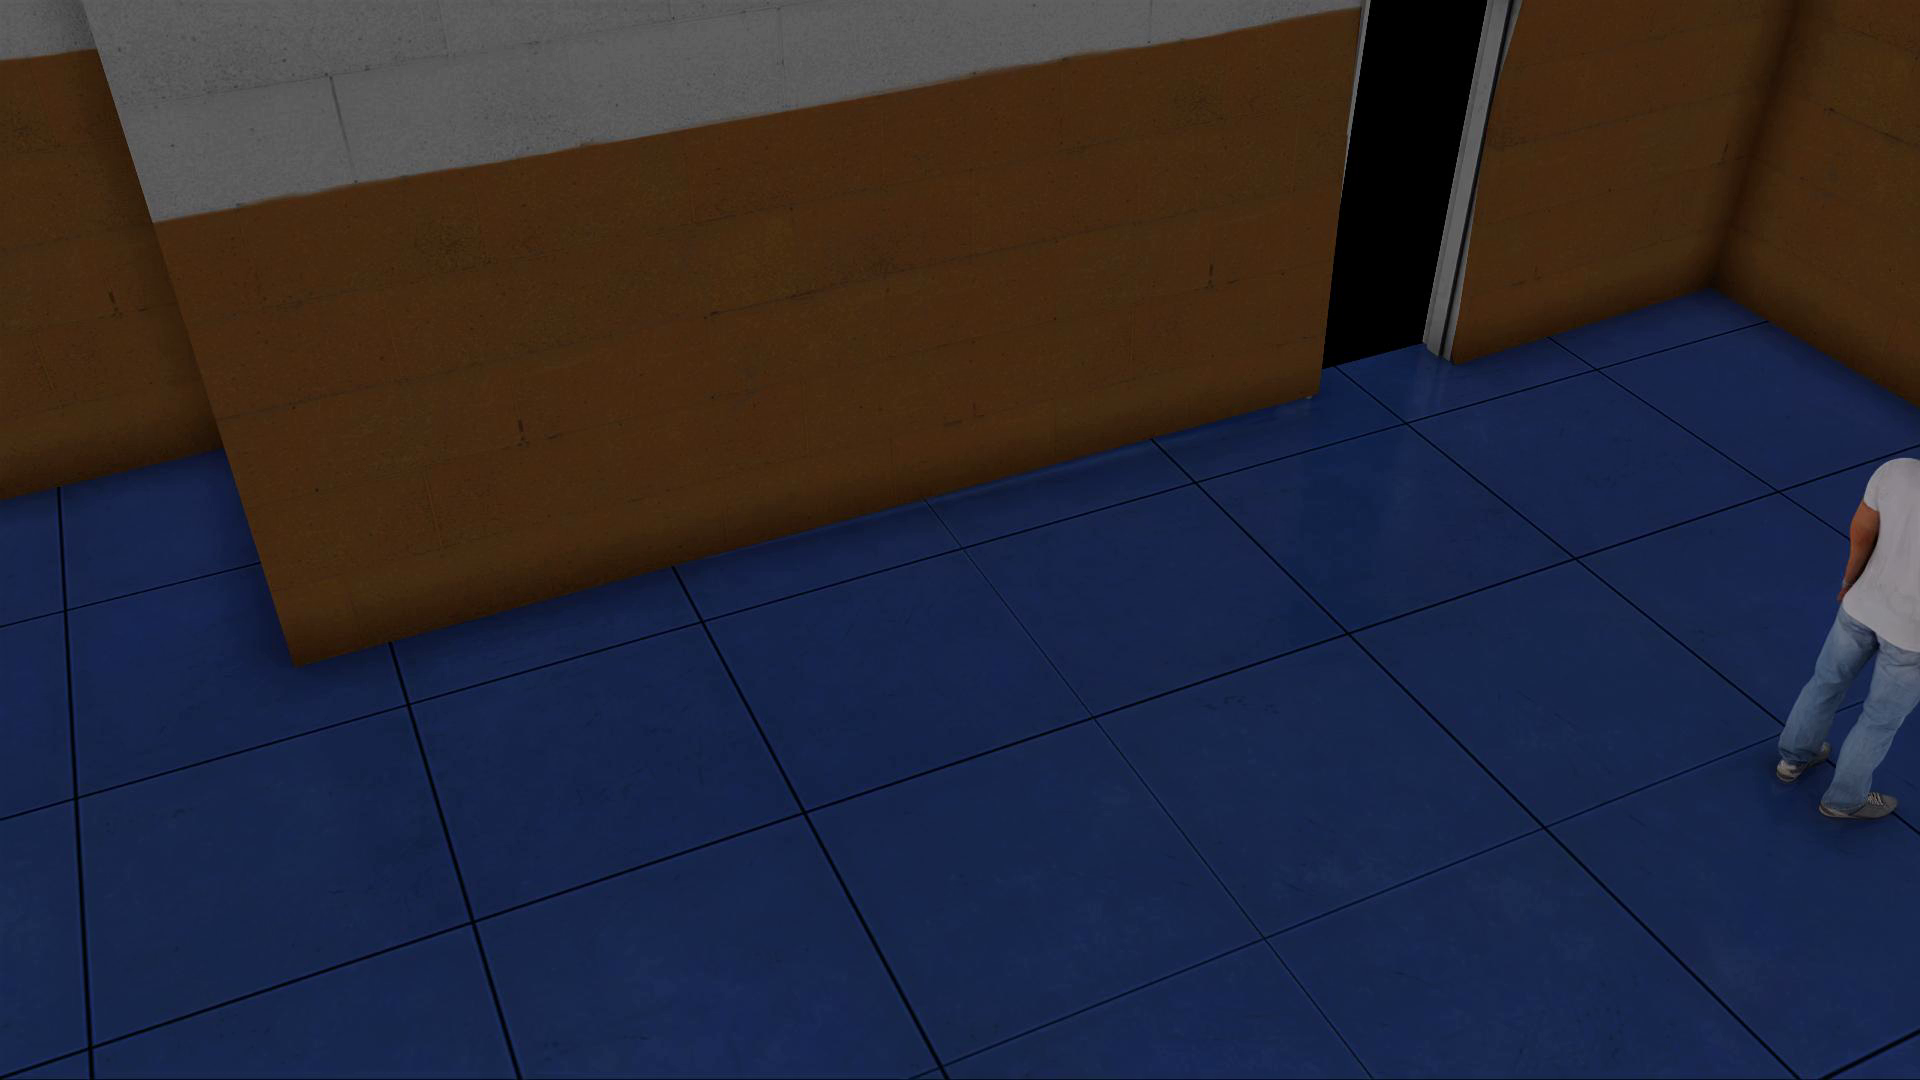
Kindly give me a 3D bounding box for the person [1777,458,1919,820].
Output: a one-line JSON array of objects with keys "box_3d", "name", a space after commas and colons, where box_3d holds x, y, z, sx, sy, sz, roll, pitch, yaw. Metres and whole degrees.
[{"box_3d": [3.530, 0.276, 6.276, 0.743, 1.866, 0.507, -13, 39, -17], "name": "person"}]
